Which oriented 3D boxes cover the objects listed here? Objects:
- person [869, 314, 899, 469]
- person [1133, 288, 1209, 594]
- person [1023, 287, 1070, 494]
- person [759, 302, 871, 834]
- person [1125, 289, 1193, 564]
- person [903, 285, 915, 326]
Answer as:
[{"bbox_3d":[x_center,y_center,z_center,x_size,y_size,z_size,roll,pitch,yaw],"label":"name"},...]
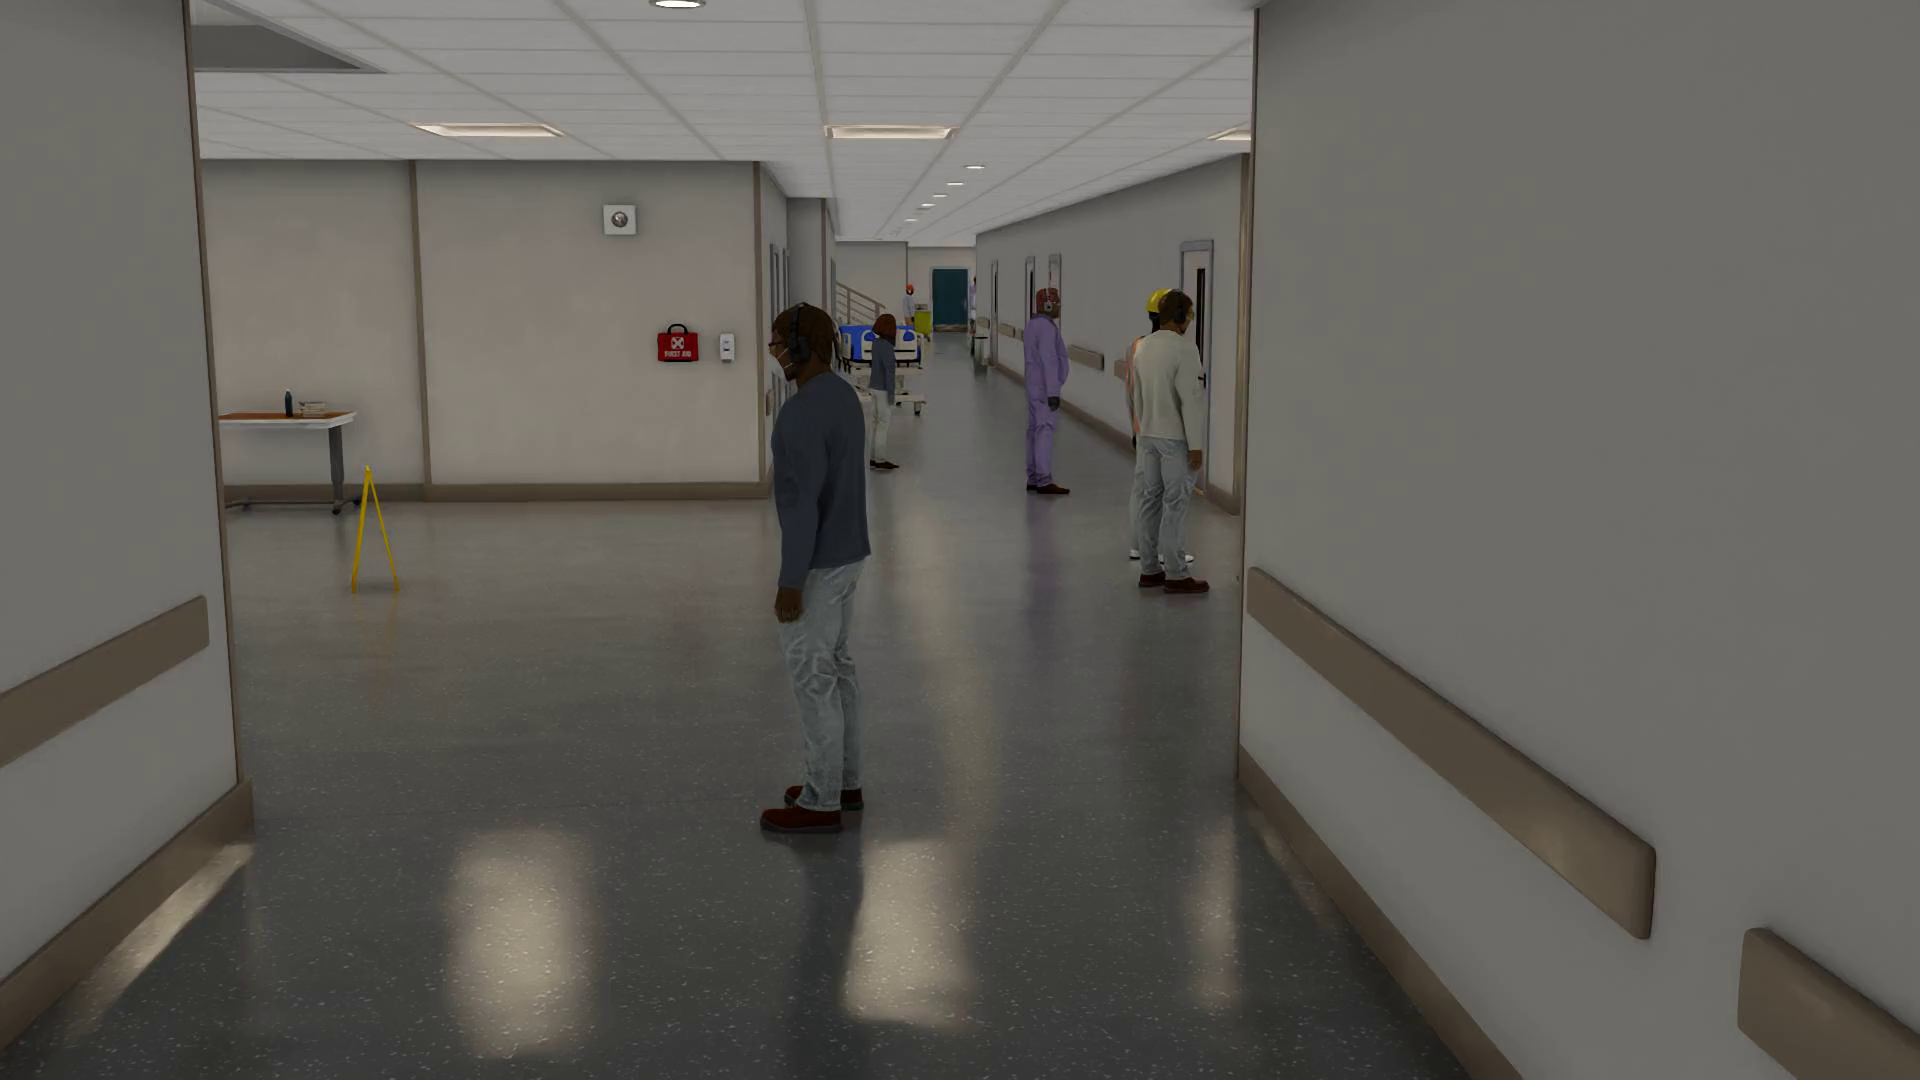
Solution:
[{"bbox_3d":[-0.798,-1.553,17.416,0.282,1.624,0.494,-4,10,-22],"label":"person"},{"bbox_3d":[1.344,-0.626,10.615,0.369,1.938,0.631,-5,10,-28],"label":"person"},{"bbox_3d":[0.812,-1.387,15.486,0.404,1.910,0.636,-2,9,-13],"label":"person"},{"bbox_3d":[-0.524,0.099,6.105,0.381,1.928,0.635,2,9,9],"label":"person"},{"bbox_3d":[1.403,-0.793,11.709,0.371,1.923,0.588,-6,11,-34],"label":"person"},{"bbox_3d":[-1.439,-6.444,47.709,0.332,1.750,0.573,-4,10,-25],"label":"person"}]
